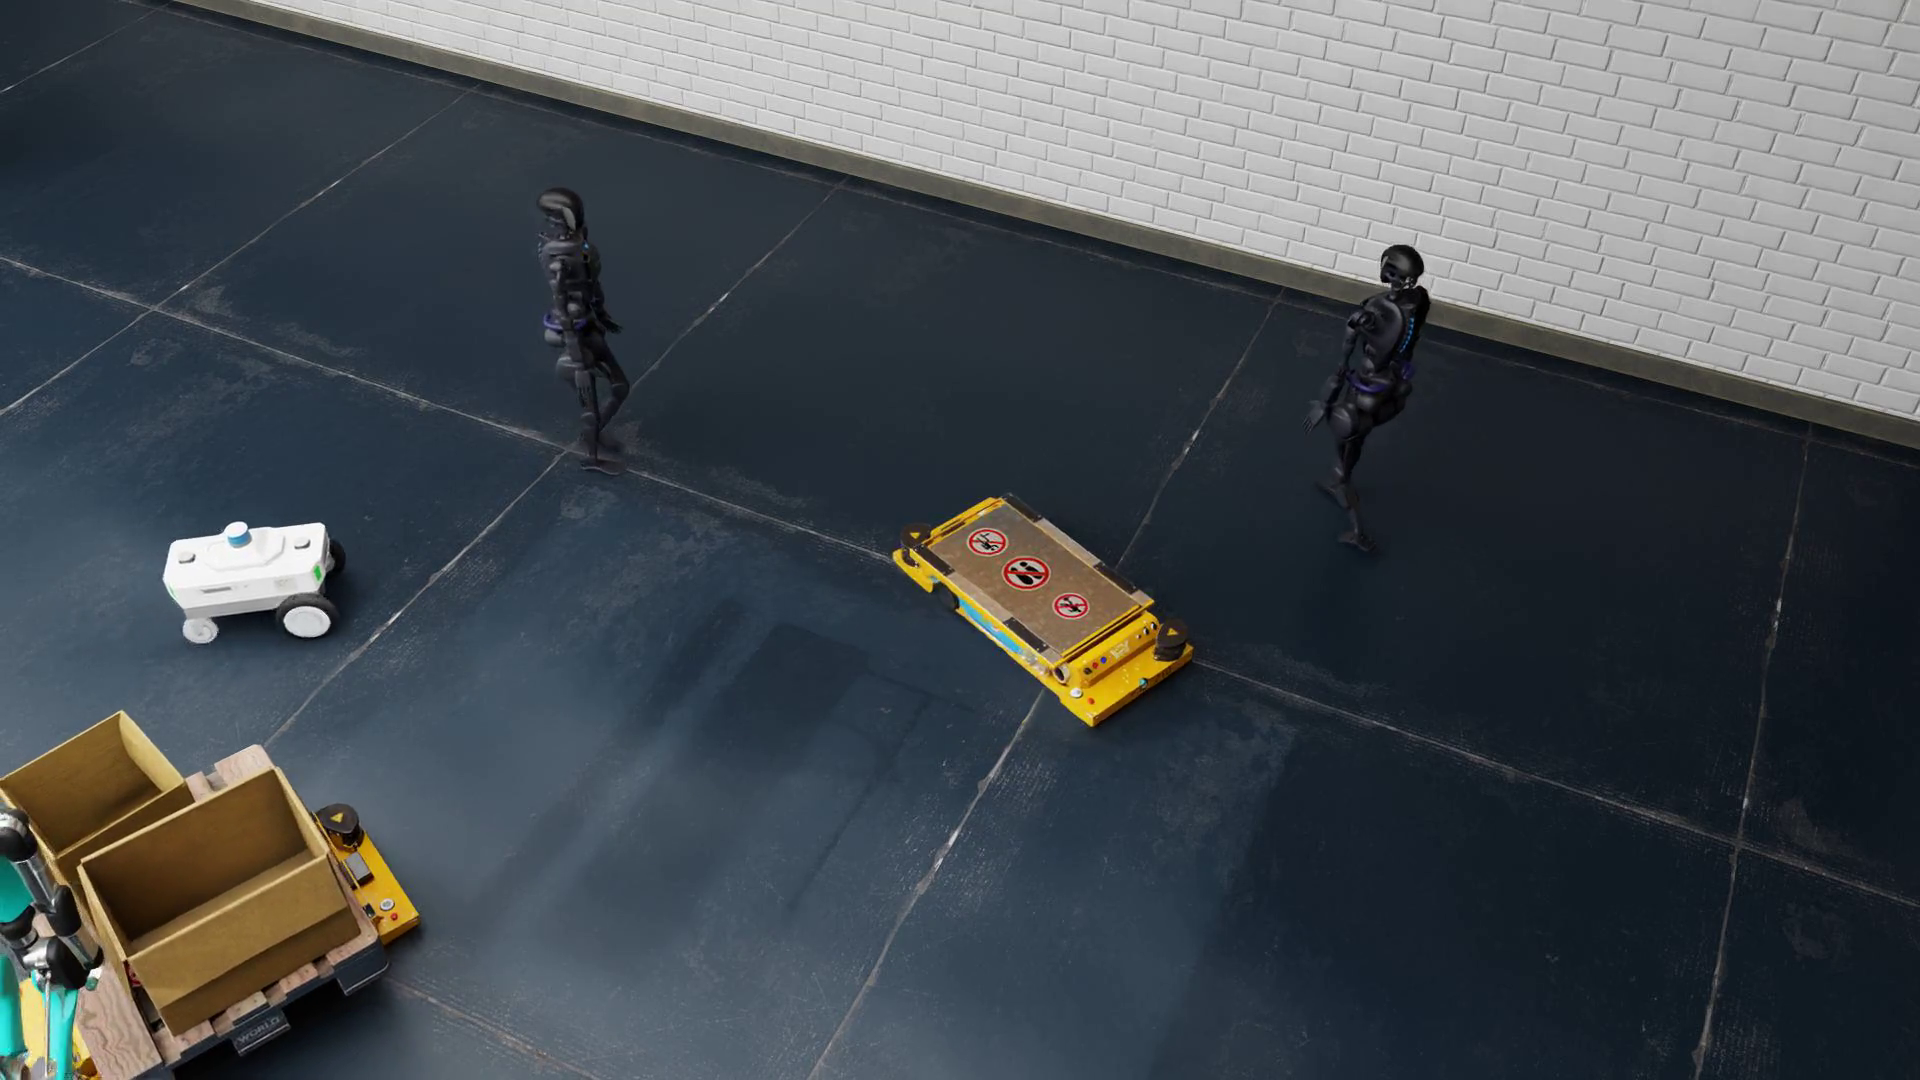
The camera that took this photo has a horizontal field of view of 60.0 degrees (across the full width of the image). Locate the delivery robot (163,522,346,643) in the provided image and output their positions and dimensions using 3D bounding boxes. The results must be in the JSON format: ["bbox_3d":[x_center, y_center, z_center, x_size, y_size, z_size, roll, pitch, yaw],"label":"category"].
[{"bbox_3d":[-3.318,0.171,7.872,0.814,0.611,0.499,-8,43,-8],"label":"delivery robot"}]

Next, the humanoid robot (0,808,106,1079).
[{"bbox_3d":[-3.163,1.574,5.516,0.550,1.848,0.676,-3,43,-3],"label":"humanoid robot"}]

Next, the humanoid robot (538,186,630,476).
[{"bbox_3d":[-1.883,-1.021,8.315,0.317,1.651,0.602,2,43,3],"label":"humanoid robot"}]

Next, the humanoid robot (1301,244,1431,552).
[{"bbox_3d":[1.959,-0.688,7.984,0.588,1.660,0.580,-26,49,-25],"label":"humanoid robot"}]

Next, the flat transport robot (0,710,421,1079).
[{"bbox_3d":[-2.926,1.618,6.509,1.431,0.231,0.659,-28,50,-27],"label":"flat transport robot"}]

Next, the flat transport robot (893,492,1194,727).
[{"bbox_3d":[0.376,0.276,7.958,0.659,0.231,1.431,-30,51,-29],"label":"flat transport robot"}]
